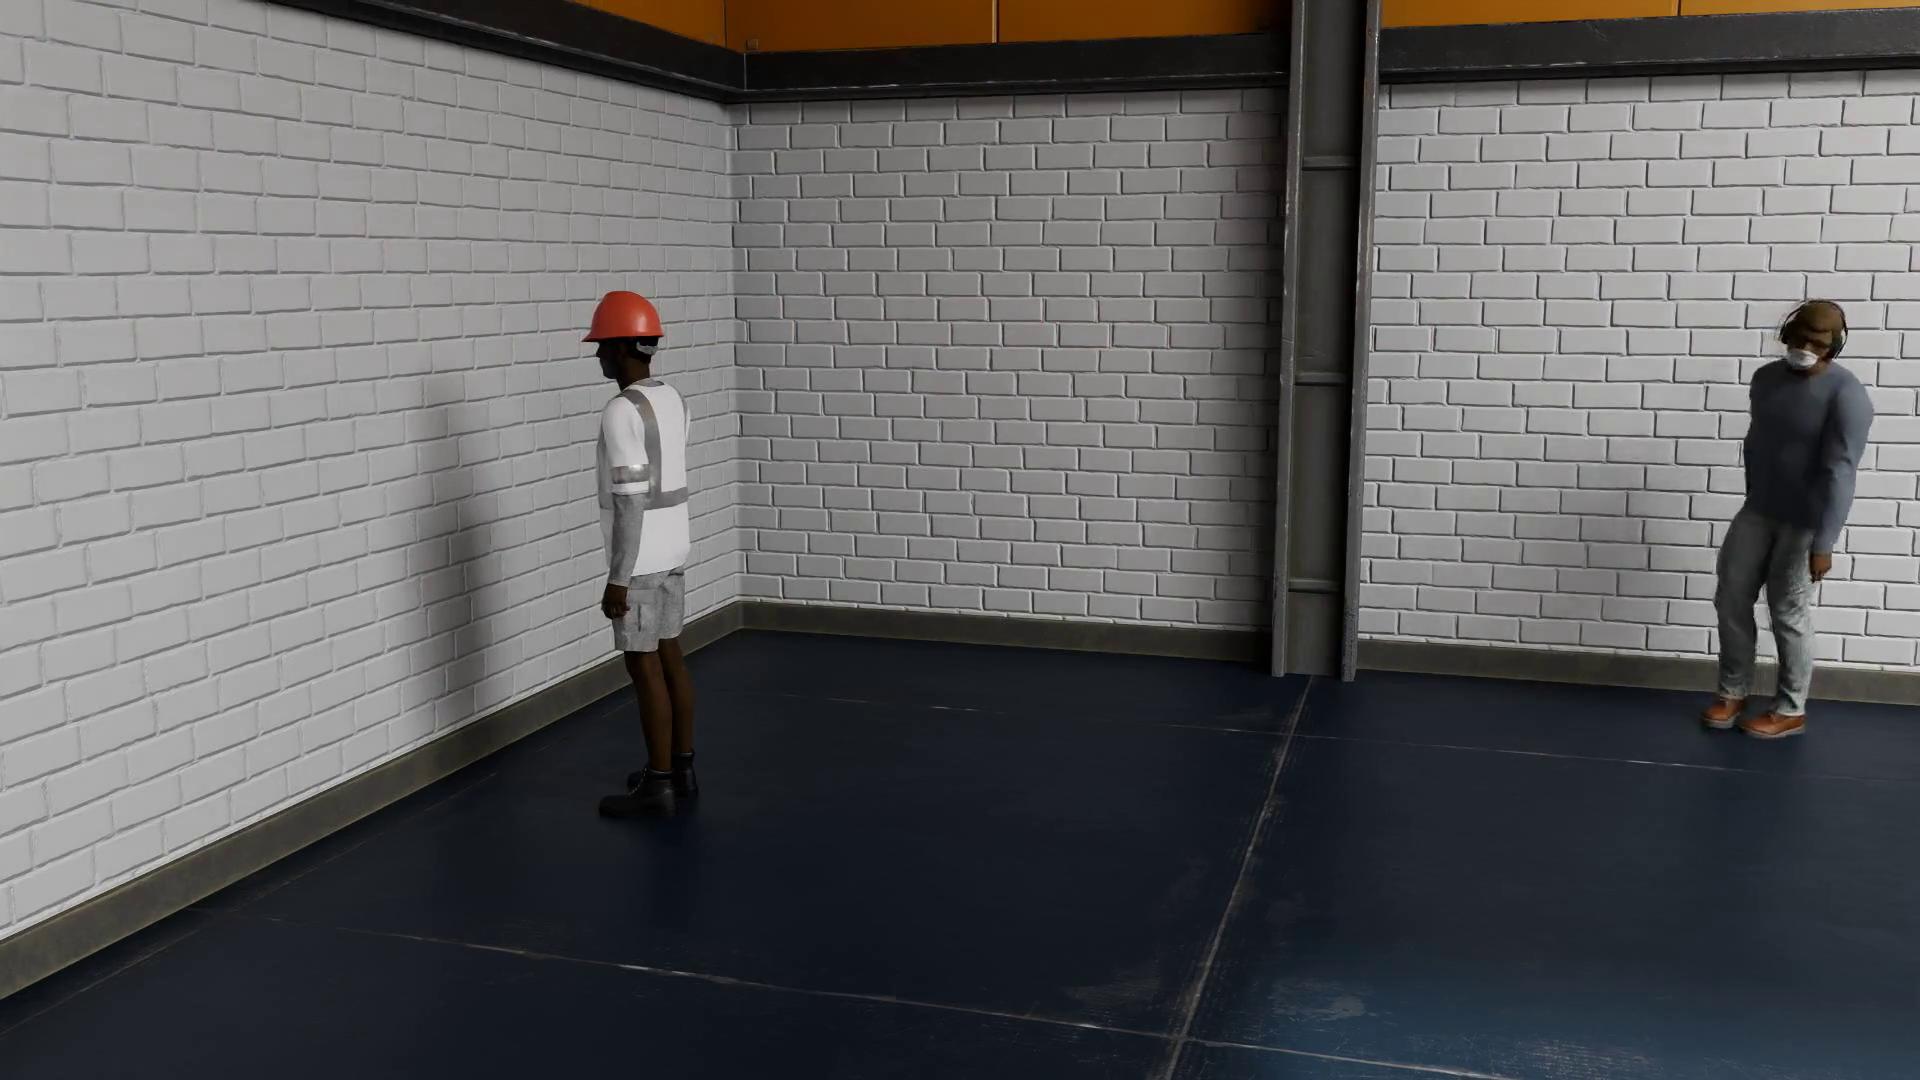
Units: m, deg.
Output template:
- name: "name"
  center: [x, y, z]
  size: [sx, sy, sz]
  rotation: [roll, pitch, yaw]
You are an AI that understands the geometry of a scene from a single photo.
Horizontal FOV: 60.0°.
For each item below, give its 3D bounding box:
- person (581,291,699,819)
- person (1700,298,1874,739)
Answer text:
- name: "person"
  center: [-1.193, 0.059, 6.131]
  size: [0.375, 1.935, 0.551]
  rotation: [2, 10, 11]
- name: "person"
  center: [3.502, -0.063, 6.989]
  size: [0.431, 1.899, 0.686]
  rotation: [-3, 10, -19]
